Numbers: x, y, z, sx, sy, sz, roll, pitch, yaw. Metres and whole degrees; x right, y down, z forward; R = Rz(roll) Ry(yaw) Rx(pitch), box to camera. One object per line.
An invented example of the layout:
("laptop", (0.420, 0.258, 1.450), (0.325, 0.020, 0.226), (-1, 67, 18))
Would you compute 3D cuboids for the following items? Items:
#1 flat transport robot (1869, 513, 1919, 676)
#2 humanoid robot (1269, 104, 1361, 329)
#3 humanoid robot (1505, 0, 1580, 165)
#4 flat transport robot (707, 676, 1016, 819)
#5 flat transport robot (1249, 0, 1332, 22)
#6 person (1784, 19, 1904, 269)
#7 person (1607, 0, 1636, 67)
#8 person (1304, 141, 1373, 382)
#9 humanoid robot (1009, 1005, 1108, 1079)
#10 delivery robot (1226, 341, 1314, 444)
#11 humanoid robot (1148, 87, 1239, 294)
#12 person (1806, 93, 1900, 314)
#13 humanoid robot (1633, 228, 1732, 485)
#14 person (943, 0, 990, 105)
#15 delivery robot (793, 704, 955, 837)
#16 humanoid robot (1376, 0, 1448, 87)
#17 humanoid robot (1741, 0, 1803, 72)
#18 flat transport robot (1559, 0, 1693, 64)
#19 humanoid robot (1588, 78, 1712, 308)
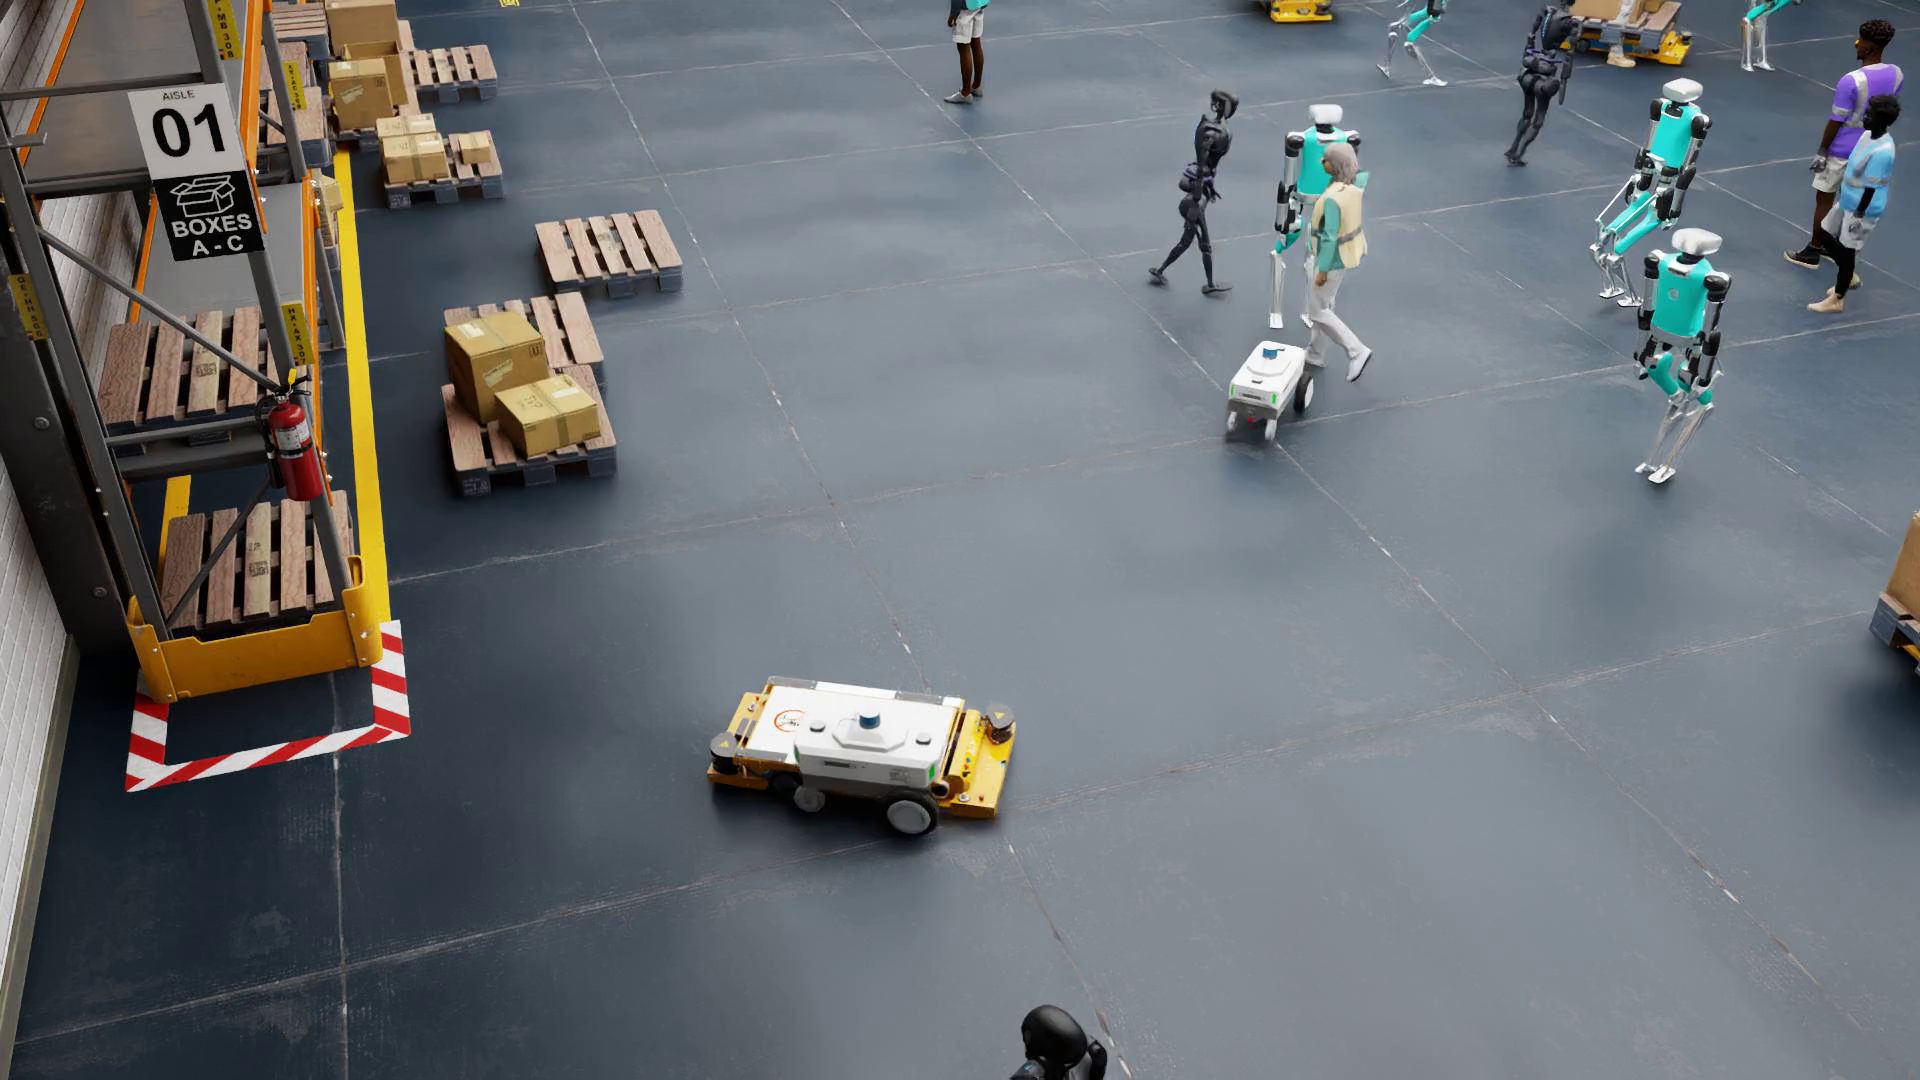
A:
("flat transport robot", (5.544, 0.761, 8.692), (0.659, 0.231, 1.431), (-6, 34, -8))
("humanoid robot", (2.519, -2.395, 12.157), (0.531, 1.747, 0.699), (-2, 33, -4))
("humanoid robot", (5.259, -4.233, 15.084), (0.468, 1.643, 0.611), (-15, 36, -21))
("flat transport robot", (-0.477, 1.025, 8.287), (1.431, 0.231, 0.659), (6, 34, 9))
("flat transport robot", (3.891, -6.421, 19.707), (0.659, 0.231, 1.431), (-3, 33, -5))
("person", (6.980, -3.095, 13.065), (0.605, 1.959, 0.370), (-12, 35, -18))
("person", (7.164, -5.970, 17.549), (0.343, 1.874, 0.458), (13, 35, 19))
("person", (2.638, -1.918, 11.497), (0.560, 1.691, 0.512), (17, 37, 24))
("humanoid robot", (0.246, 2.076, 5.383), (0.402, 1.653, 0.584), (24, 40, 32))
("delivery robot", (2.072, -1.042, 11.212), (0.499, 0.613, 0.807), (15, 36, 21))
("humanoid robot", (1.801, -2.657, 12.706), (0.690, 1.652, 0.611), (11, 35, 16))
("person", (6.657, -2.484, 12.374), (0.373, 1.686, 0.538), (6, 34, 9))
("humanoid robot", (4.473, -1.120, 10.225), (0.756, 1.769, 0.539), (-22, 39, -30))
("person", (0.085, -5.299, 16.457), (0.419, 1.940, 0.547), (17, 37, 24))
("delivery robot", (-0.403, 1.059, 7.985), (0.805, 0.609, 0.499), (6, 34, 9))
("humanoid robot", (4.641, -5.523, 16.994), (0.939, 1.765, 0.557), (16, 36, 23))
("humanoid robot", (8.493, -5.758, 17.347), (0.559, 1.762, 0.757), (-13, 35, -19))
("flat transport robot", (7.249, -5.505, 18.301), (1.431, 0.231, 0.659), (17, 37, 24))
("humanoid robot", (4.984, -2.526, 12.263), (0.735, 1.681, 0.533), (-12, 35, -18))
